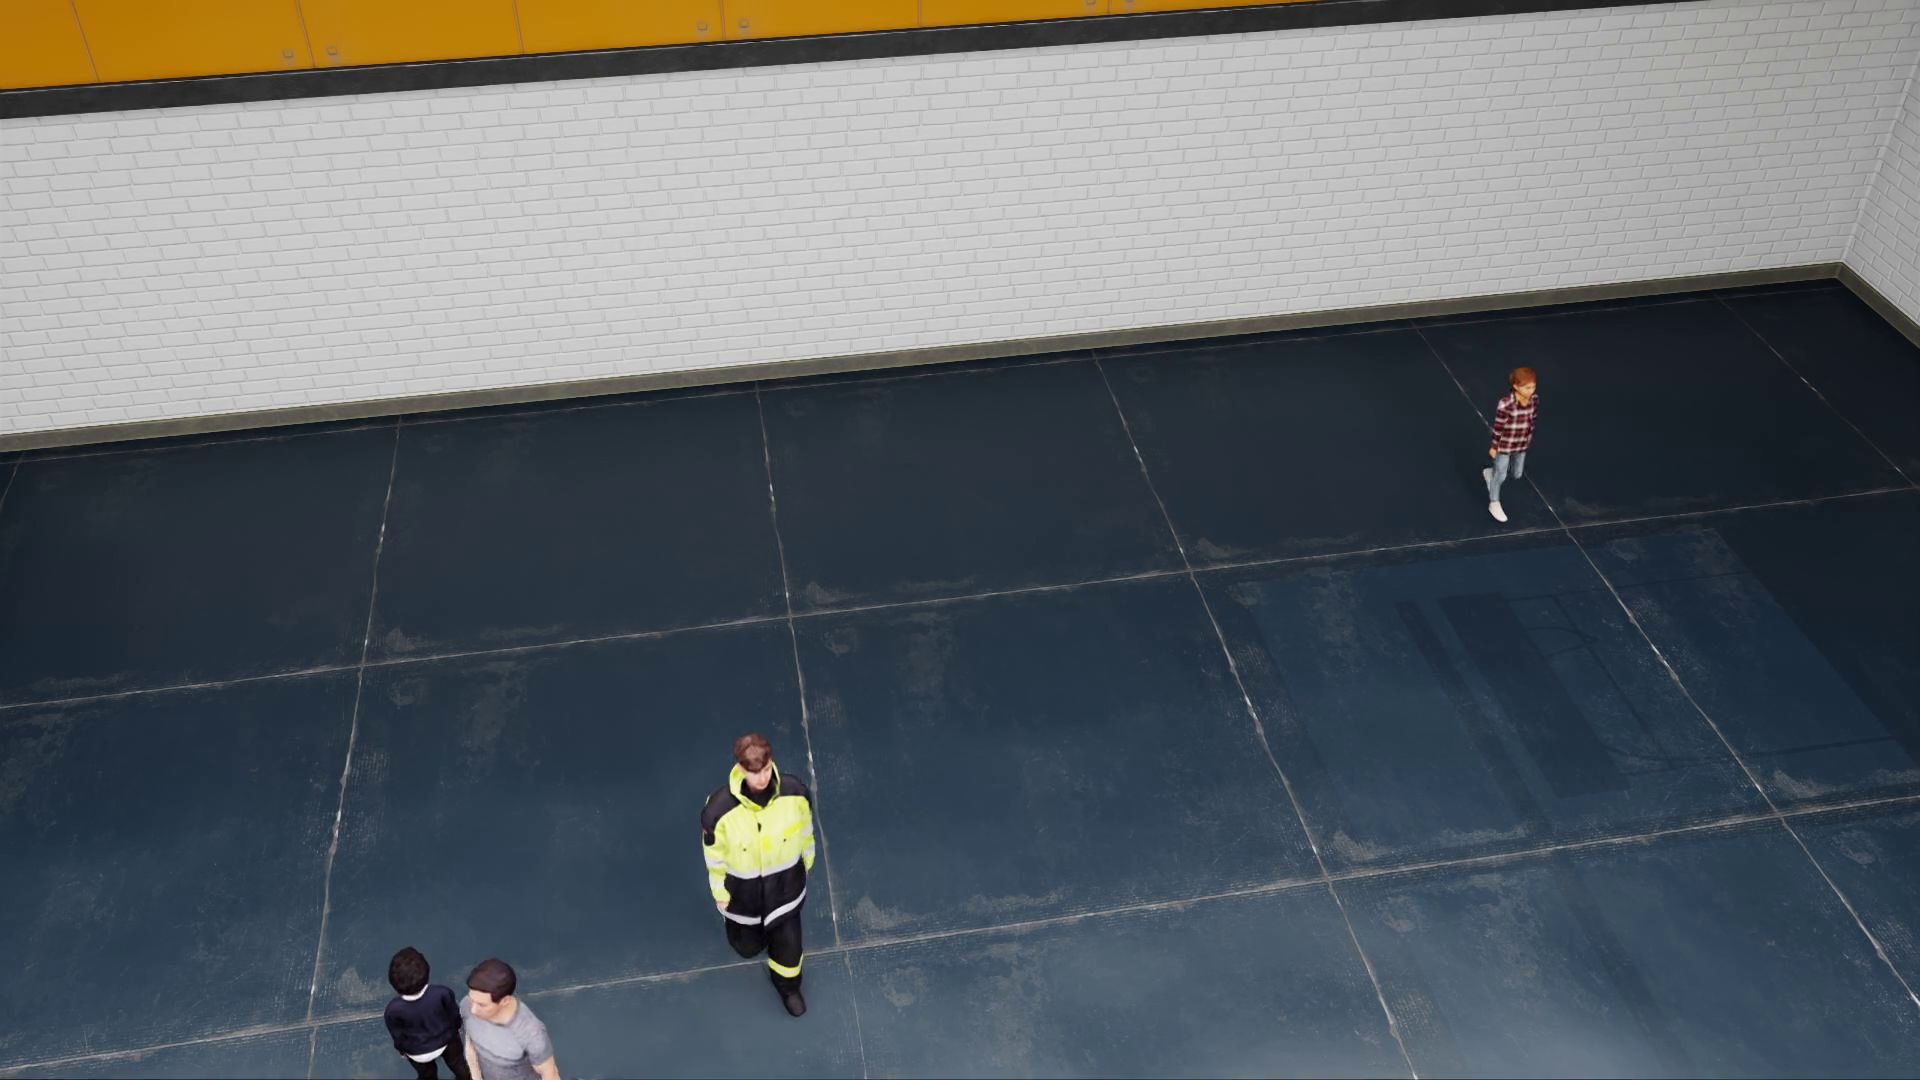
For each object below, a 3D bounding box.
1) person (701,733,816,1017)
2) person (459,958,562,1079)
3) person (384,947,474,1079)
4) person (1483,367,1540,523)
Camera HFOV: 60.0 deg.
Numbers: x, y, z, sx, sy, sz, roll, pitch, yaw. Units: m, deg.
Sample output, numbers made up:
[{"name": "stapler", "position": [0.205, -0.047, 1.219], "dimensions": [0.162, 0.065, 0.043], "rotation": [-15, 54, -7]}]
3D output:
[{"name": "person", "position": [-1.098, 1.738, 8.984], "dimensions": [0.904, 1.967, 1.040], "rotation": [-16, 41, -19]}, {"name": "person", "position": [-2.054, 2.577, 8.045], "dimensions": [1.137, 1.829, 1.196], "rotation": [23, 44, 26]}, {"name": "person", "position": [-2.733, 2.547, 8.566], "dimensions": [0.549, 1.225, 0.549], "rotation": [-15, 41, -18]}, {"name": "person", "position": [4.162, -0.782, 12.678], "dimensions": [0.578, 1.296, 0.715], "rotation": [-11, 40, -14]}]
